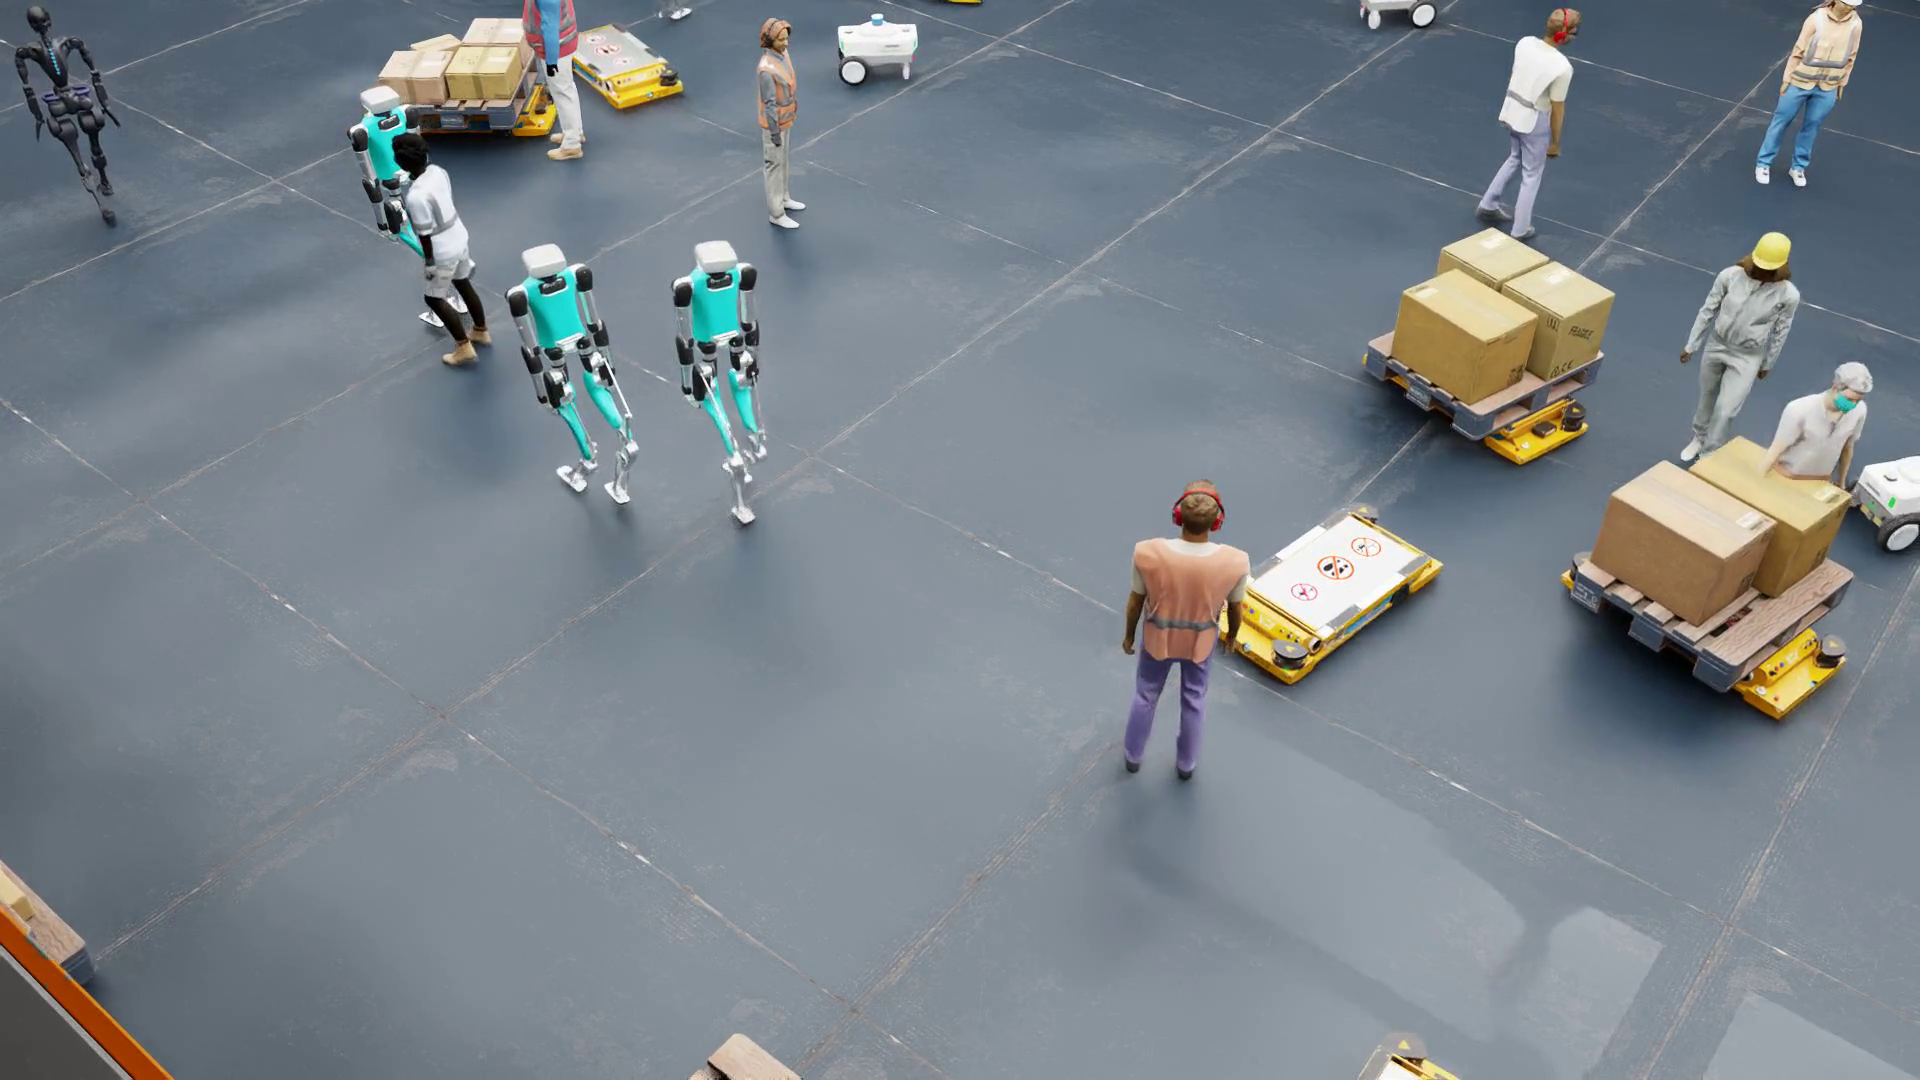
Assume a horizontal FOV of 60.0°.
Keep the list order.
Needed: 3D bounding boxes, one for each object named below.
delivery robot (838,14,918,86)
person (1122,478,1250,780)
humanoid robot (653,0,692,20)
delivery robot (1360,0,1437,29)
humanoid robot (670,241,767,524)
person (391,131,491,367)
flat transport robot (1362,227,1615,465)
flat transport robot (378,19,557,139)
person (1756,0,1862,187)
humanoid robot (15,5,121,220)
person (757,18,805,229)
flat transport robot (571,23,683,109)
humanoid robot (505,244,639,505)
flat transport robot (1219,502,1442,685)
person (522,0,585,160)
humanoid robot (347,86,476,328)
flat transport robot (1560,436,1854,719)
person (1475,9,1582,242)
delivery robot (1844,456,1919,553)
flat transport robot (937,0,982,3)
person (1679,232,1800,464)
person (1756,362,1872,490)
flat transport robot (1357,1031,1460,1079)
[{"bbox_3d":[-0.764,-4.483,15.122,0.755,0.584,0.511,-2,40,-3],"label":"delivery robot"},{"bbox_3d":[1.100,0.504,8.280,0.567,1.834,0.401,3,40,4],"label":"person"},{"bbox_3d":[-2.818,-5.743,15.701,0.530,1.791,0.729,26,47,28],"label":"humanoid robot"},{"bbox_3d":[4.213,-5.278,16.048,0.743,0.572,0.501,-4,41,-5],"label":"delivery robot"},{"bbox_3d":[-1.325,-0.882,10.002,0.571,1.788,0.885,-22,45,-24],"label":"humanoid robot"},{"bbox_3d":[-3.535,-1.989,11.333,0.363,1.672,0.540,2,40,2],"label":"person"},{"bbox_3d":[3.489,-1.034,11.294,0.659,0.231,1.431,-24,46,-26],"label":"flat transport robot"},{"bbox_3d":[-4.241,-3.747,14.486,1.431,0.231,0.659,0,40,0],"label":"flat transport robot"},{"bbox_3d":[6.806,-3.655,13.257,0.493,1.723,0.377,6,41,7],"label":"person"},{"bbox_3d":[-6.905,-3.318,12.954,0.610,1.639,0.807,-23,46,-25],"label":"humanoid robot"},{"bbox_3d":[-1.395,-3.218,12.806,0.313,1.636,0.514,5,41,6],"label":"person"},{"bbox_3d":[-3.160,-4.350,15.195,0.659,0.231,1.431,-25,46,-26],"label":"flat transport robot"},{"bbox_3d":[-2.250,-0.880,9.985,0.548,1.765,0.911,-25,46,-27],"label":"humanoid robot"},{"bbox_3d":[2.141,0.286,9.742,1.431,0.231,0.659,-31,49,-31],"label":"flat transport robot"},{"bbox_3d":[-3.334,-4.040,13.629,0.430,1.832,0.633,-6,41,-7],"label":"person"},{"bbox_3d":[-3.711,-2.260,11.527,0.726,1.690,0.531,27,47,28],"label":"humanoid robot"},{"bbox_3d":[4.264,0.429,9.573,0.659,0.231,1.431,-27,47,-28],"label":"flat transport robot"},{"bbox_3d":[4.301,-3.130,12.556,0.428,1.822,0.582,-15,43,-17],"label":"person"},{"bbox_3d":[5.846,-0.282,10.204,0.790,0.614,0.499,-9,41,-10],"label":"delivery robot"},{"bbox_3d":[-0.415,-5.672,16.751,1.431,0.231,0.659,9,41,10],"label":"flat transport robot"},{"bbox_3d":[4.721,-1.107,10.257,0.507,1.722,0.696,31,49,31],"label":"person"},{"bbox_3d":[4.698,-0.301,9.322,0.625,1.701,0.630,-2,40,-2],"label":"person"},{"bbox_3d":[1.755,2.722,6.876,0.659,0.231,1.431,26,47,27],"label":"flat transport robot"}]
